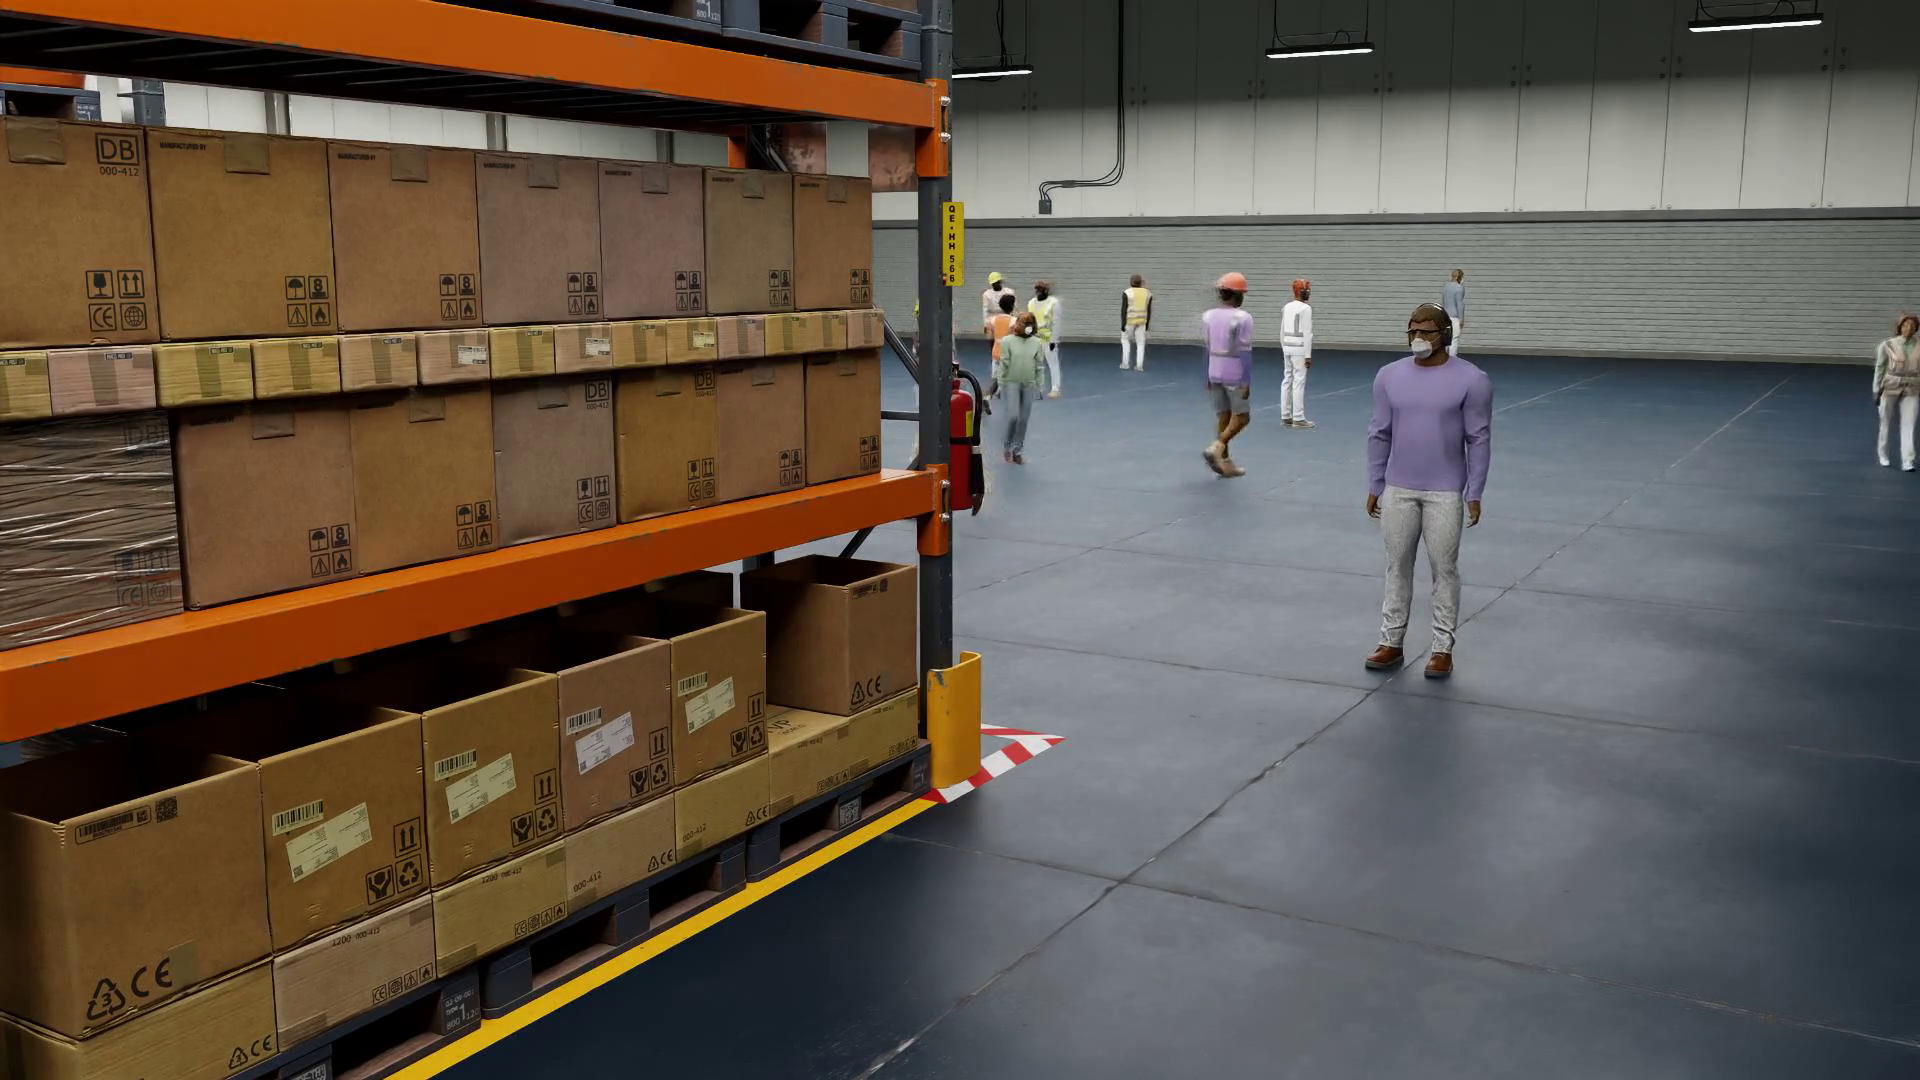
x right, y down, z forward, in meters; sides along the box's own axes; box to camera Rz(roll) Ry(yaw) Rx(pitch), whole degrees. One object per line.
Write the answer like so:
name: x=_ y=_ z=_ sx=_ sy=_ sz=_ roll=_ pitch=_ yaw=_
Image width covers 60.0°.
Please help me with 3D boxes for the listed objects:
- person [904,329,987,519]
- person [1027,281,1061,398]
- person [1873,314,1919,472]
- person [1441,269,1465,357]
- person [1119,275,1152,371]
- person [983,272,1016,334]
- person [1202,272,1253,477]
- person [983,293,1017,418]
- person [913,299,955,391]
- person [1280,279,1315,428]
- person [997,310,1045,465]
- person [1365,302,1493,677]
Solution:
person: x=-0.169 y=-0.951 z=13.678 sx=0.702 sy=1.606 sz=0.509 roll=-1 pitch=10 yaw=-6
person: x=1.226 y=-3.052 z=25.429 sx=0.650 sy=1.790 sz=0.946 roll=8 pitch=13 yaw=40
person: x=9.597 y=-1.507 z=16.978 sx=0.528 sy=1.588 sz=0.884 roll=3 pitch=10 yaw=16
person: x=9.541 y=-4.268 z=32.145 sx=0.370 sy=1.934 sz=0.627 roll=-3 pitch=10 yaw=-17
person: x=3.316 y=-4.157 z=31.829 sx=0.654 sy=1.816 sz=0.727 roll=-3 pitch=10 yaw=-19
person: x=0.744 y=-4.100 z=31.325 sx=0.622 sy=1.869 sz=0.616 roll=1 pitch=10 yaw=4
person: x=2.588 y=-1.596 z=16.223 sx=0.573 sy=2.026 sz=0.615 roll=-8 pitch=12 yaw=-38
person: x=0.574 y=-2.448 z=22.207 sx=0.534 sy=1.684 sz=0.554 roll=7 pitch=12 yaw=35
person: x=-0.266 y=-1.785 z=18.248 sx=0.420 sy=1.721 sz=0.601 roll=-6 pitch=11 yaw=-30
person: x=4.293 y=-2.370 z=21.180 sx=0.358 sy=1.882 sz=0.574 roll=-4 pitch=10 yaw=-22
person: x=0.643 y=-1.583 z=17.325 sx=0.520 sy=1.613 sz=0.402 roll=-4 pitch=10 yaw=-21
person: x=2.418 y=-0.258 z=8.647 sx=0.633 sy=1.938 sz=0.356 roll=7 pitch=12 yaw=34
